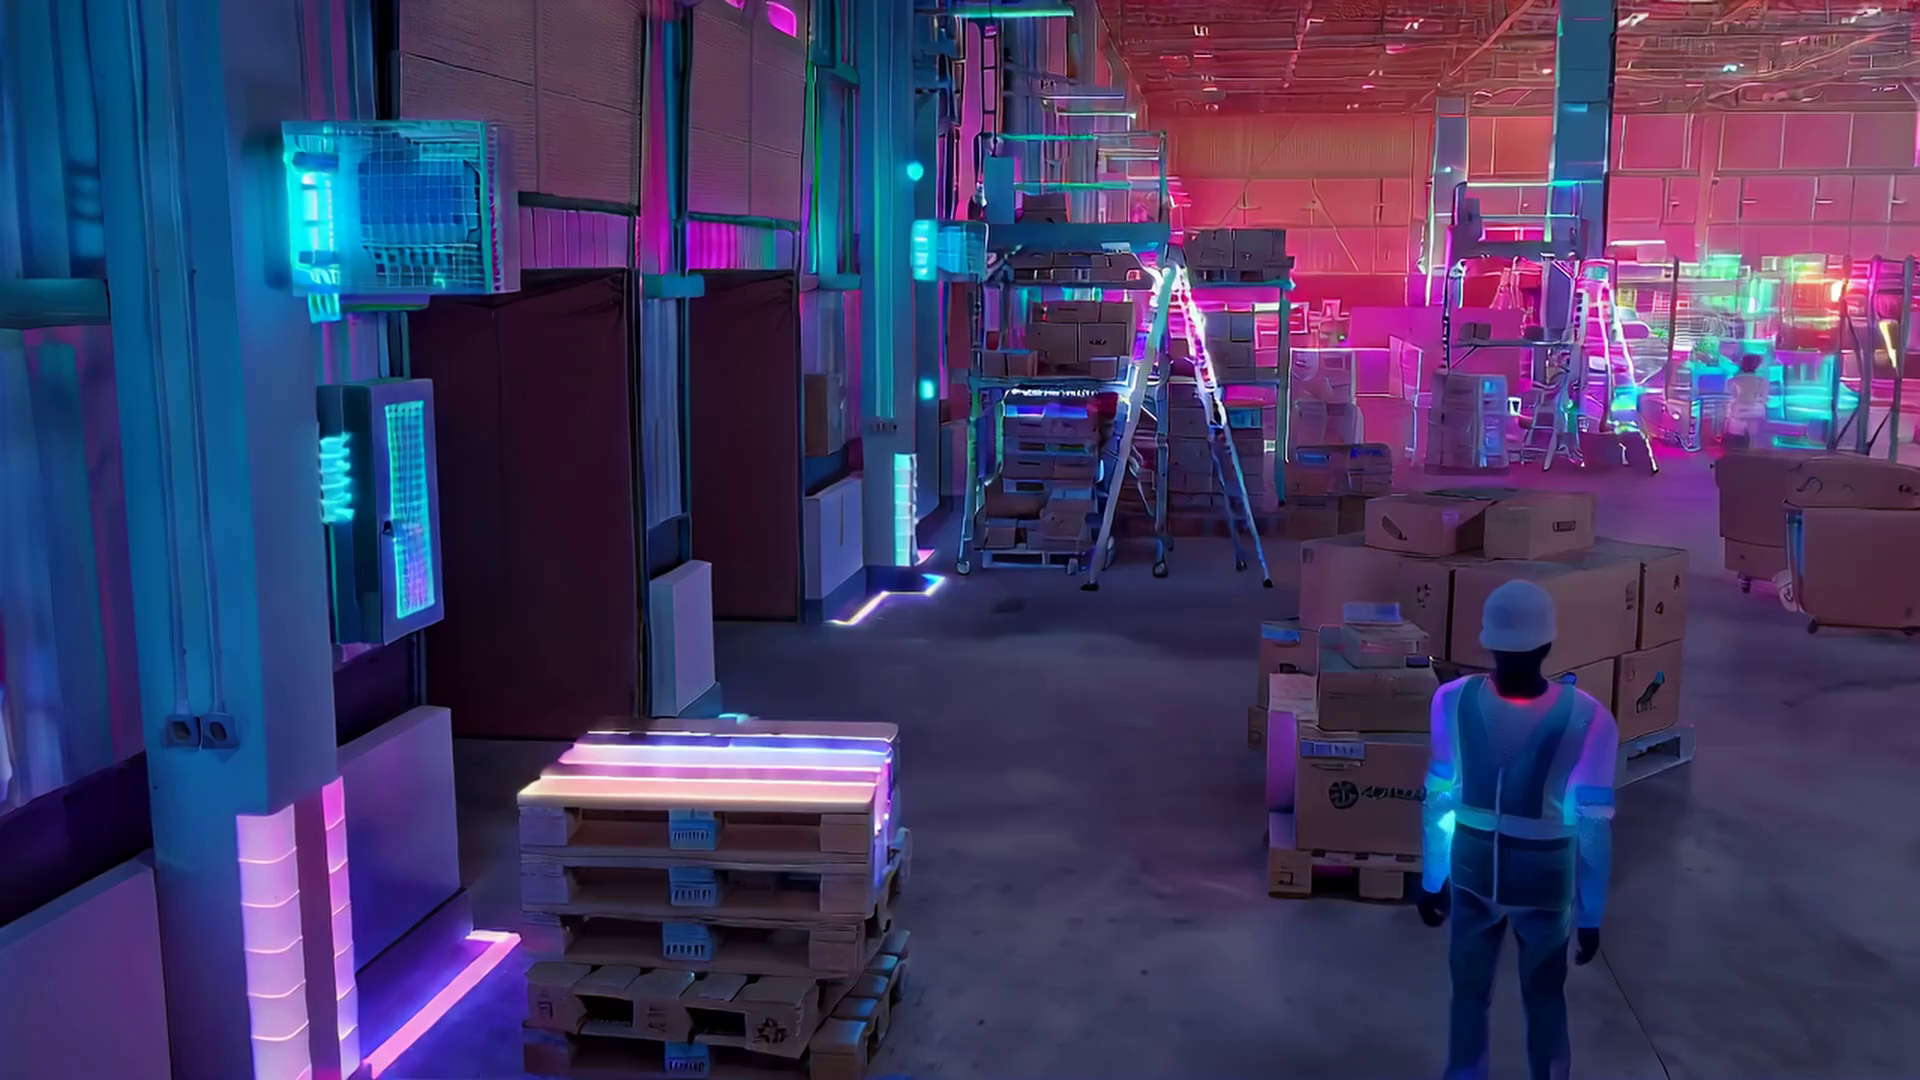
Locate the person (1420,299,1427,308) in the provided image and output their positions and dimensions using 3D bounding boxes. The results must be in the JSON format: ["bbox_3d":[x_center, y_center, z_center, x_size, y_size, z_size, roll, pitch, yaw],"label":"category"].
[{"bbox_3d":[15.321,-7.029,55.127,0.630,1.908,0.939,6,11,34],"label":"person"}]

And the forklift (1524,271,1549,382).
[{"bbox_3d":[15.019,-5.387,41.992,1.129,2.768,1.873,8,12,40],"label":"forklift"}]

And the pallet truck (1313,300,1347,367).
[{"bbox_3d":[11.159,-6.200,49.718,0.823,1.965,1.885,4,10,26],"label":"pallet truck"}]

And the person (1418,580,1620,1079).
[{"bbox_3d":[1.711,1.065,5.170,0.591,1.918,0.395,8,12,39],"label":"person"}]

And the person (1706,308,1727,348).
[{"bbox_3d":[19.485,-5.048,43.004,0.377,1.892,0.726,0,9,1],"label":"person"}]

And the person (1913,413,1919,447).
[{"bbox_3d":[15.666,-2.352,26.812,0.347,1.735,0.482,9,13,43],"label":"person"}]

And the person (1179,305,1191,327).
[{"bbox_3d":[6.101,-5.363,44.777,0.544,1.930,0.388,-7,11,-36],"label":"person"}]

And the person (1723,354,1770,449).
[{"bbox_3d":[10.902,-1.724,23.056,0.582,1.692,0.346,3,10,18],"label":"person"}]
